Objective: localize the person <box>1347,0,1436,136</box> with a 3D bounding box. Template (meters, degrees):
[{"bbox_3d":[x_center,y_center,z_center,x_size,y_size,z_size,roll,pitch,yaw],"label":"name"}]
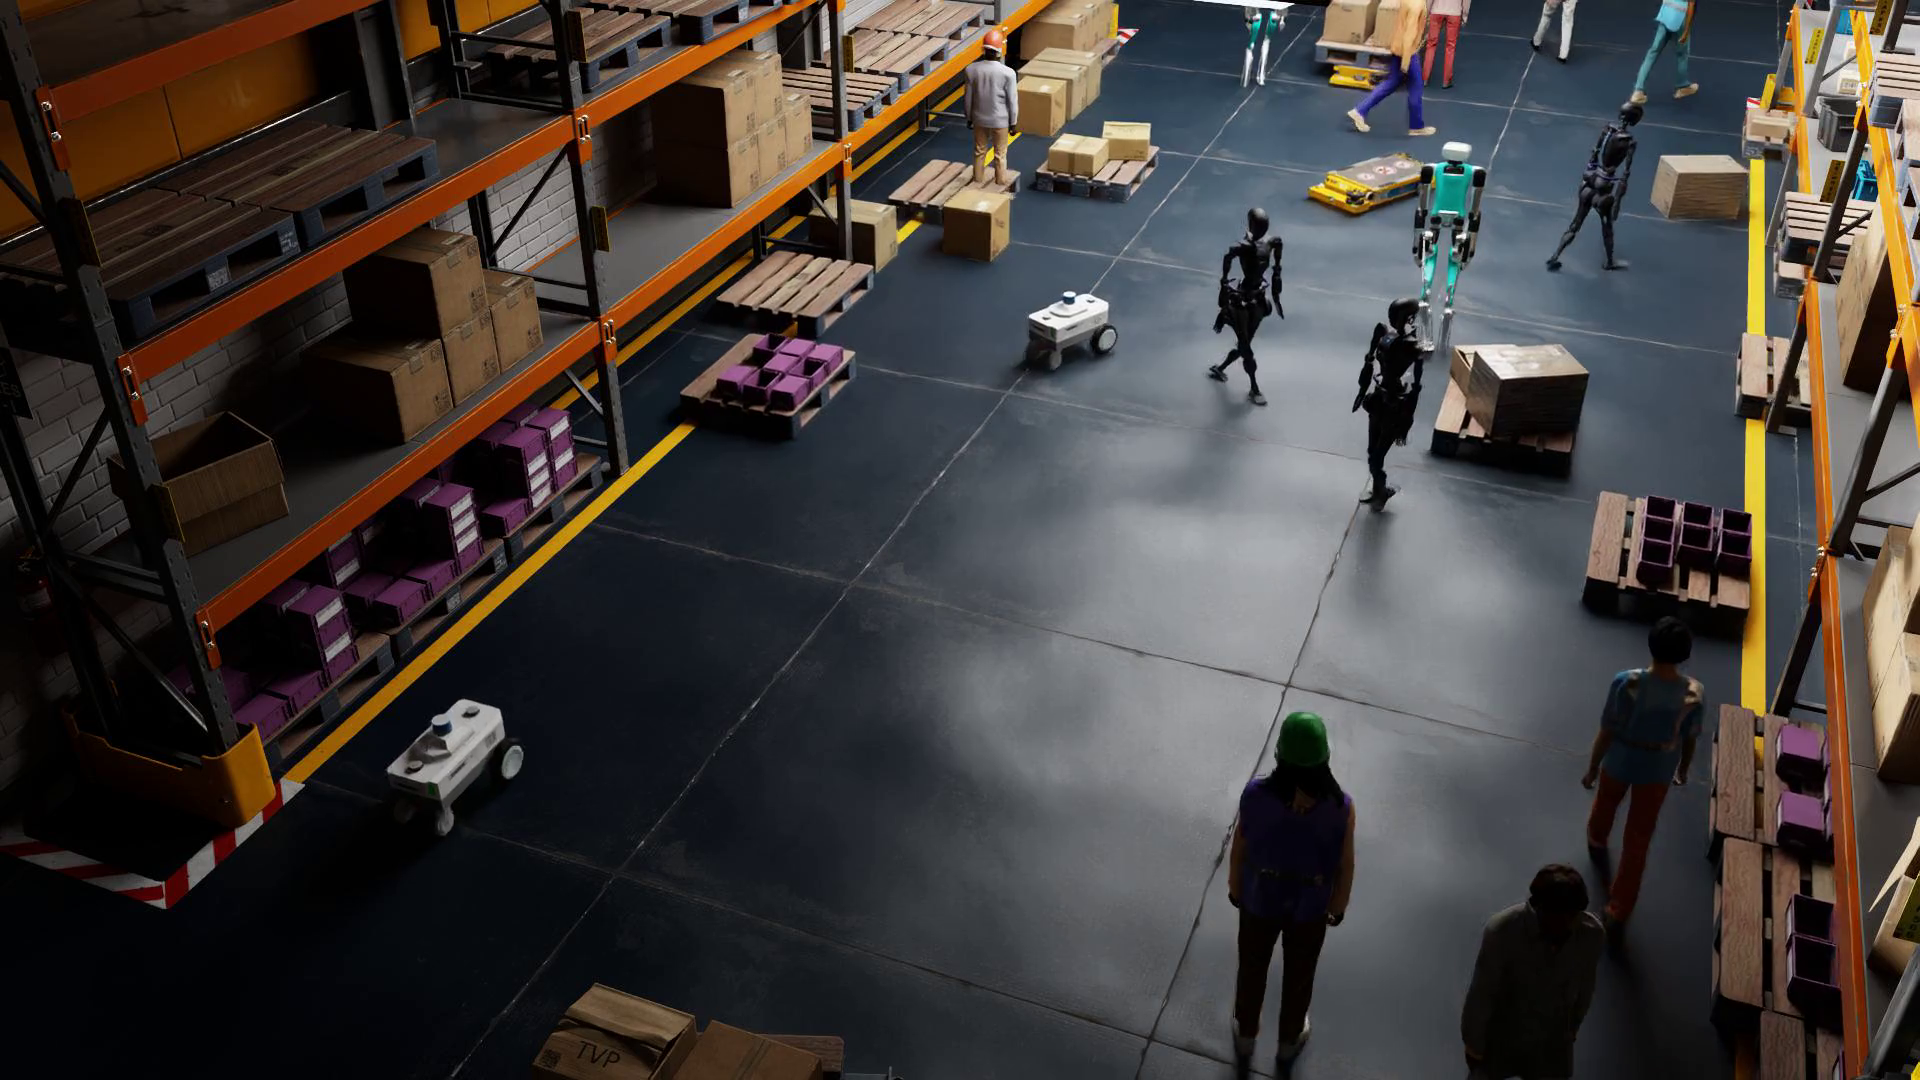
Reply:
[{"bbox_3d":[4.914,-5.468,18.535,0.946,1.931,0.544,2,33,3],"label":"person"}]

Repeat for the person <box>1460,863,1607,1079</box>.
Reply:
[{"bbox_3d":[2.359,2.104,6.916,0.546,1.807,0.730,3,33,4],"label":"person"}]

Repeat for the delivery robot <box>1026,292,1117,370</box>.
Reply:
[{"bbox_3d":[0.938,-1.822,14.155,0.792,0.603,0.499,-25,41,-33],"label":"delivery robot"}]

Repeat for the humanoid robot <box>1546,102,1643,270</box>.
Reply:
[{"bbox_3d":[5.968,-3.271,15.408,0.731,1.645,0.613,-5,33,-7],"label":"humanoid robot"}]

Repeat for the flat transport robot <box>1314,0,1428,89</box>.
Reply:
[{"bbox_3d":[5.118,-5.930,20.770,0.659,0.231,1.431,14,35,21],"label":"flat transport robot"}]

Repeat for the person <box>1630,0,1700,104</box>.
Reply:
[{"bbox_3d":[8.410,-6.046,19.534,1.020,1.817,0.526,-15,36,-22],"label":"person"}]

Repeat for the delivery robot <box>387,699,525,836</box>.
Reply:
[{"bbox_3d":[-2.883,1.240,9.403,0.499,0.589,0.790,12,35,18],"label":"delivery robot"}]

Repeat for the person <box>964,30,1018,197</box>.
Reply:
[{"bbox_3d":[0.326,-4.279,16.846,0.573,1.747,0.336,12,35,18],"label":"person"}]

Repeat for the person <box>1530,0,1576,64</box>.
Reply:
[{"bbox_3d":[7.612,-6.928,21.041,0.456,1.639,0.886,-1,33,-2],"label":"person"}]

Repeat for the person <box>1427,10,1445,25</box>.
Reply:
[{"bbox_3d":[6.437,-7.823,22.307,0.323,1.776,0.480,-10,34,-15],"label":"person"}]

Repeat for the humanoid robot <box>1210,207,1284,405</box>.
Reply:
[{"bbox_3d":[2.299,-1.903,13.310,0.612,1.664,0.674,-13,35,-19],"label":"humanoid robot"}]

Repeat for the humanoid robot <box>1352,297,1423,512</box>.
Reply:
[{"bbox_3d":[3.029,-0.968,11.787,0.372,1.648,0.590,-15,36,-22],"label":"humanoid robot"}]

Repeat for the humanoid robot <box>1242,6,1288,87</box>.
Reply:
[{"bbox_3d":[3.661,-6.319,20.063,0.544,1.839,0.677,1,33,2],"label":"humanoid robot"}]

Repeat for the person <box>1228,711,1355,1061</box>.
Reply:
[{"bbox_3d":[1.492,1.606,7.596,0.556,1.920,0.451,8,34,12],"label":"person"}]

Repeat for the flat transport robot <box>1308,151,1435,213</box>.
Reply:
[{"bbox_3d":[4.378,-3.743,17.385,1.431,0.231,0.659,-22,39,-30],"label":"flat transport robot"}]

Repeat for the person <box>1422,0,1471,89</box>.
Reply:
[{"bbox_3d":[5.853,-6.334,20.015,0.533,1.767,0.312,12,35,18],"label":"person"}]

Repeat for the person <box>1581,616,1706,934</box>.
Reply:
[{"bbox_3d":[3.469,1.149,8.480,0.500,1.729,0.936,11,35,17],"label":"person"}]

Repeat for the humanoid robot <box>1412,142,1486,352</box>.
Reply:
[{"bbox_3d":[4.028,-2.327,13.920,0.546,1.843,0.797,8,34,12],"label":"humanoid robot"}]
